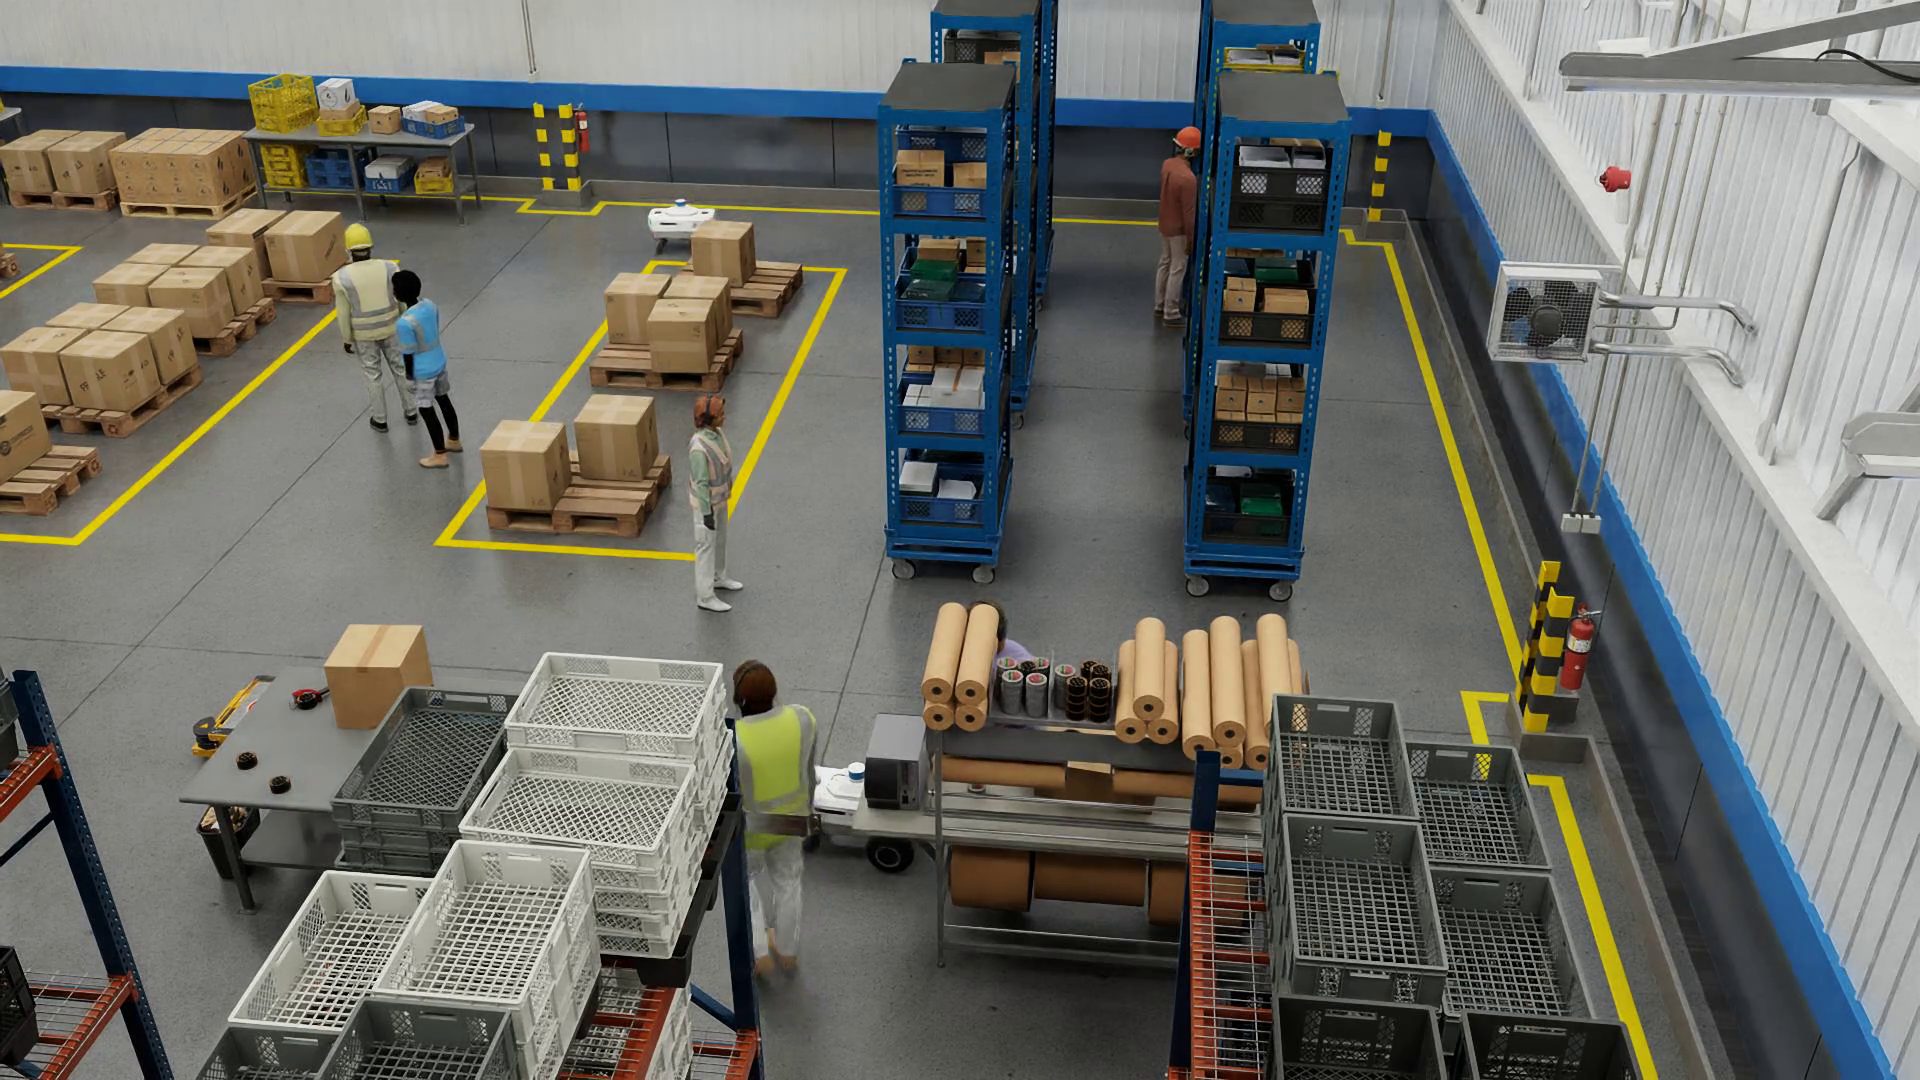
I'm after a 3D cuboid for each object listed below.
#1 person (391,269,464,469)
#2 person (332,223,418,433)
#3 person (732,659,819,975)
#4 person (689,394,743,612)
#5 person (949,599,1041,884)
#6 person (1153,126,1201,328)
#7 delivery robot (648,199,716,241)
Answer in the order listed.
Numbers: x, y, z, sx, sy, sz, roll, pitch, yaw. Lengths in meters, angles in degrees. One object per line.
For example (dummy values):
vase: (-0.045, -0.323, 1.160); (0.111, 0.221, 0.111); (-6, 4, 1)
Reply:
person: (-4.398, -1.413, 13.675); (0.321, 1.689, 0.534); (6, 31, 10)
person: (-4.996, -1.810, 14.214); (0.600, 1.829, 0.404); (-19, 35, -29)
person: (-1.009, 1.452, 8.635); (0.646, 1.814, 0.456); (-18, 35, -28)
person: (-1.751, -0.279, 11.786); (0.316, 1.633, 0.521); (5, 31, 9)
person: (0.158, 1.128, 9.077); (0.629, 1.930, 0.370); (16, 34, 26)
person: (2.135, -3.041, 16.183); (0.413, 1.984, 0.624); (-10, 32, -16)
delivery robot: (-3.058, -3.507, 18.300); (0.707, 0.478, 0.477); (1, 30, 2)
